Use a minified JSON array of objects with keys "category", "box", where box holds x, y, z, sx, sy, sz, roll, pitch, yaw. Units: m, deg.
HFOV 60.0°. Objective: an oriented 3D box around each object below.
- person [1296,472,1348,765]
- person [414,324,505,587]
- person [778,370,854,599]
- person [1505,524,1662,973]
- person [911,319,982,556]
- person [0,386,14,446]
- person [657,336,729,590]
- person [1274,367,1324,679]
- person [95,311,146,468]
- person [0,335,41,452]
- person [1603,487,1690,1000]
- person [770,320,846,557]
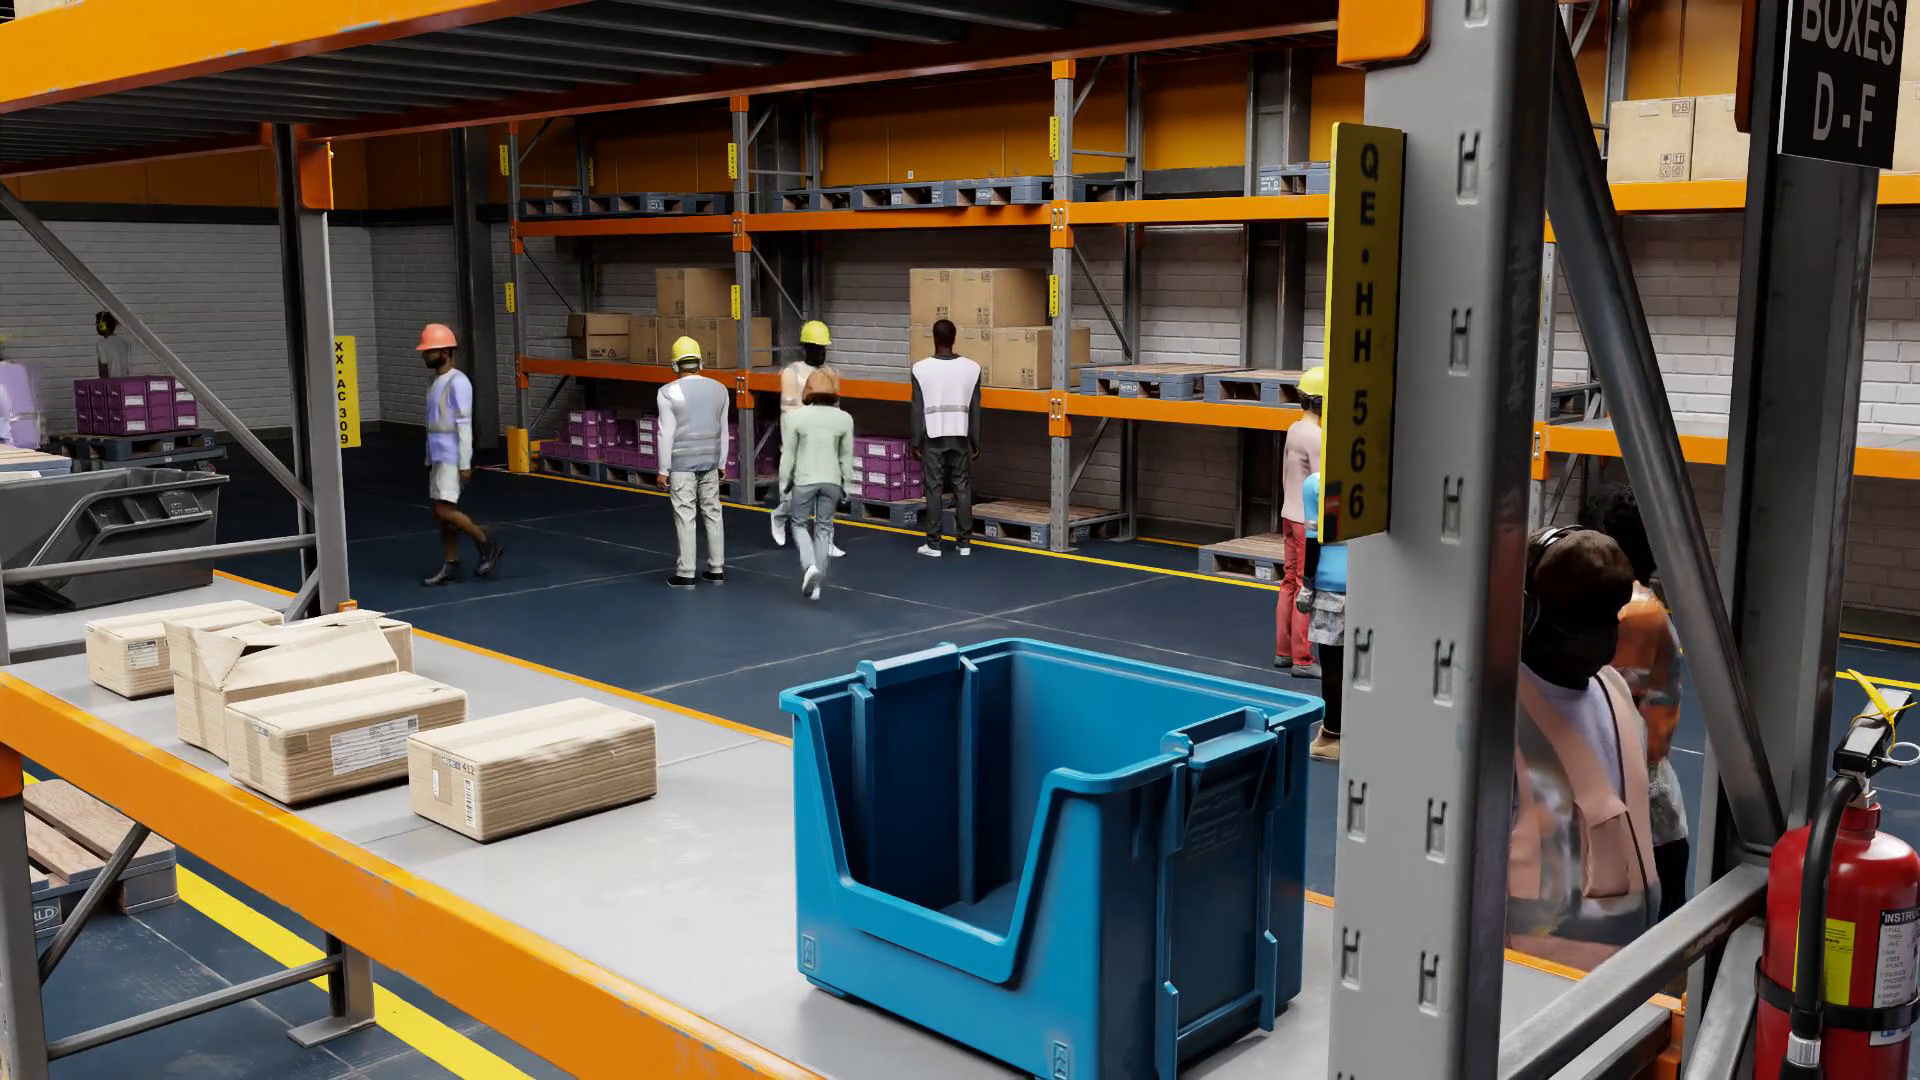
[{"category":"person","box":[1.814,0.206,7.793,0.533,1.698,0.322,-4,10,-22]},{"category":"person","box":[-3.701,-0.614,12.134,0.493,1.920,0.550,-7,12,-37]},{"category":"person","box":[-0.986,-0.370,11.573,0.544,1.609,0.486,-3,10,-17]},{"category":"person","box":[1.122,0.878,3.248,0.625,1.840,0.430,-9,13,-43]},{"category":"person","box":[-0.103,-0.821,13.444,0.591,1.912,0.383,-3,10,-15]},{"category":"person","box":[-6.126,-0.307,10.209,0.635,1.937,0.352,-9,13,-43]},{"category":"person","box":[-1.950,-0.555,12.064,0.593,1.828,0.403,-8,12,-41]},{"category":"person","box":[2.004,-0.100,9.465,0.324,1.767,0.533,-1,9,-9]},{"category":"person","box":[-9.698,-1.672,18.890,0.951,1.827,0.560,2,9,12]},{"category":"person","box":[-7.429,-0.757,13.128,0.706,1.894,0.614,3,10,15]},{"category":"person","box":[2.048,0.639,5.268,0.851,1.660,0.539,2,9,9]},{"category":"person","box":[-1.227,-0.819,13.458,0.642,1.910,0.590,8,12,42]}]
